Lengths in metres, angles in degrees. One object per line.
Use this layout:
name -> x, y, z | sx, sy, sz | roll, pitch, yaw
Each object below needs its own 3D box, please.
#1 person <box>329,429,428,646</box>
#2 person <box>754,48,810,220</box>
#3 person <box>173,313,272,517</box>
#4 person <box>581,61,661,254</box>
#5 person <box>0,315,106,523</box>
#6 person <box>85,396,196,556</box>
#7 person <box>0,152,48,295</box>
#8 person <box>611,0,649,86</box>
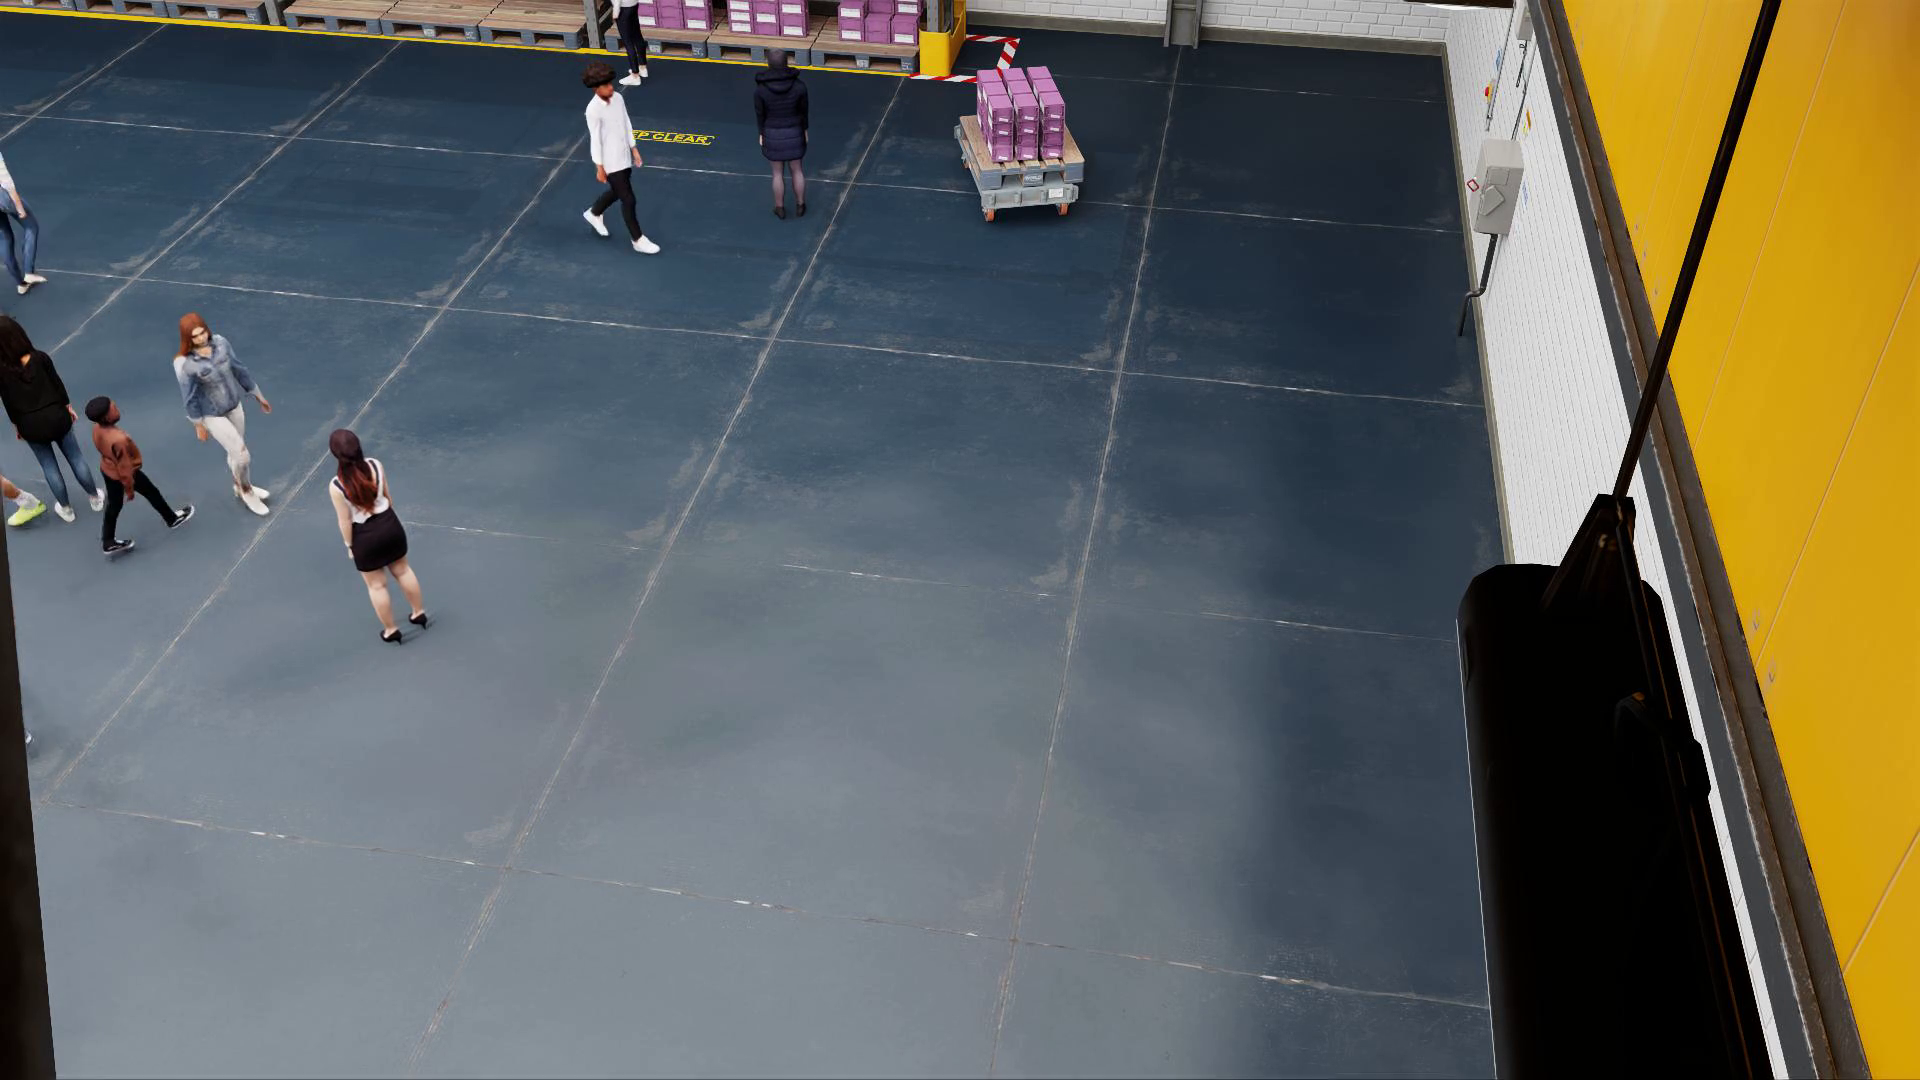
person -> -3.816, -0.019, 10.868 | 0.665, 1.644, 0.636 | 26, 45, 29
person -> -1.654, -3.808, 15.587 | 0.721, 1.674, 0.828 | -8, 39, -9
person -> -5.389, -0.936, 11.987 | 0.730, 1.679, 0.743 | 12, 40, 15
person -> -3.195, -3.488, 15.097 | 1.132, 1.786, 0.776 | 15, 41, 18
person -> -6.584, -0.872, 11.934 | 0.654, 1.645, 0.711 | -24, 45, -27
person -> -5.969, -0.436, 11.727 | 0.922, 1.223, 0.817 | 23, 44, 26
person -> -8.372, -2.896, 14.414 | 0.549, 1.714, 0.679 | 2, 39, 3
person -> -3.621, -5.808, 18.071 | 0.575, 1.700, 0.634 | 10, 40, 12
